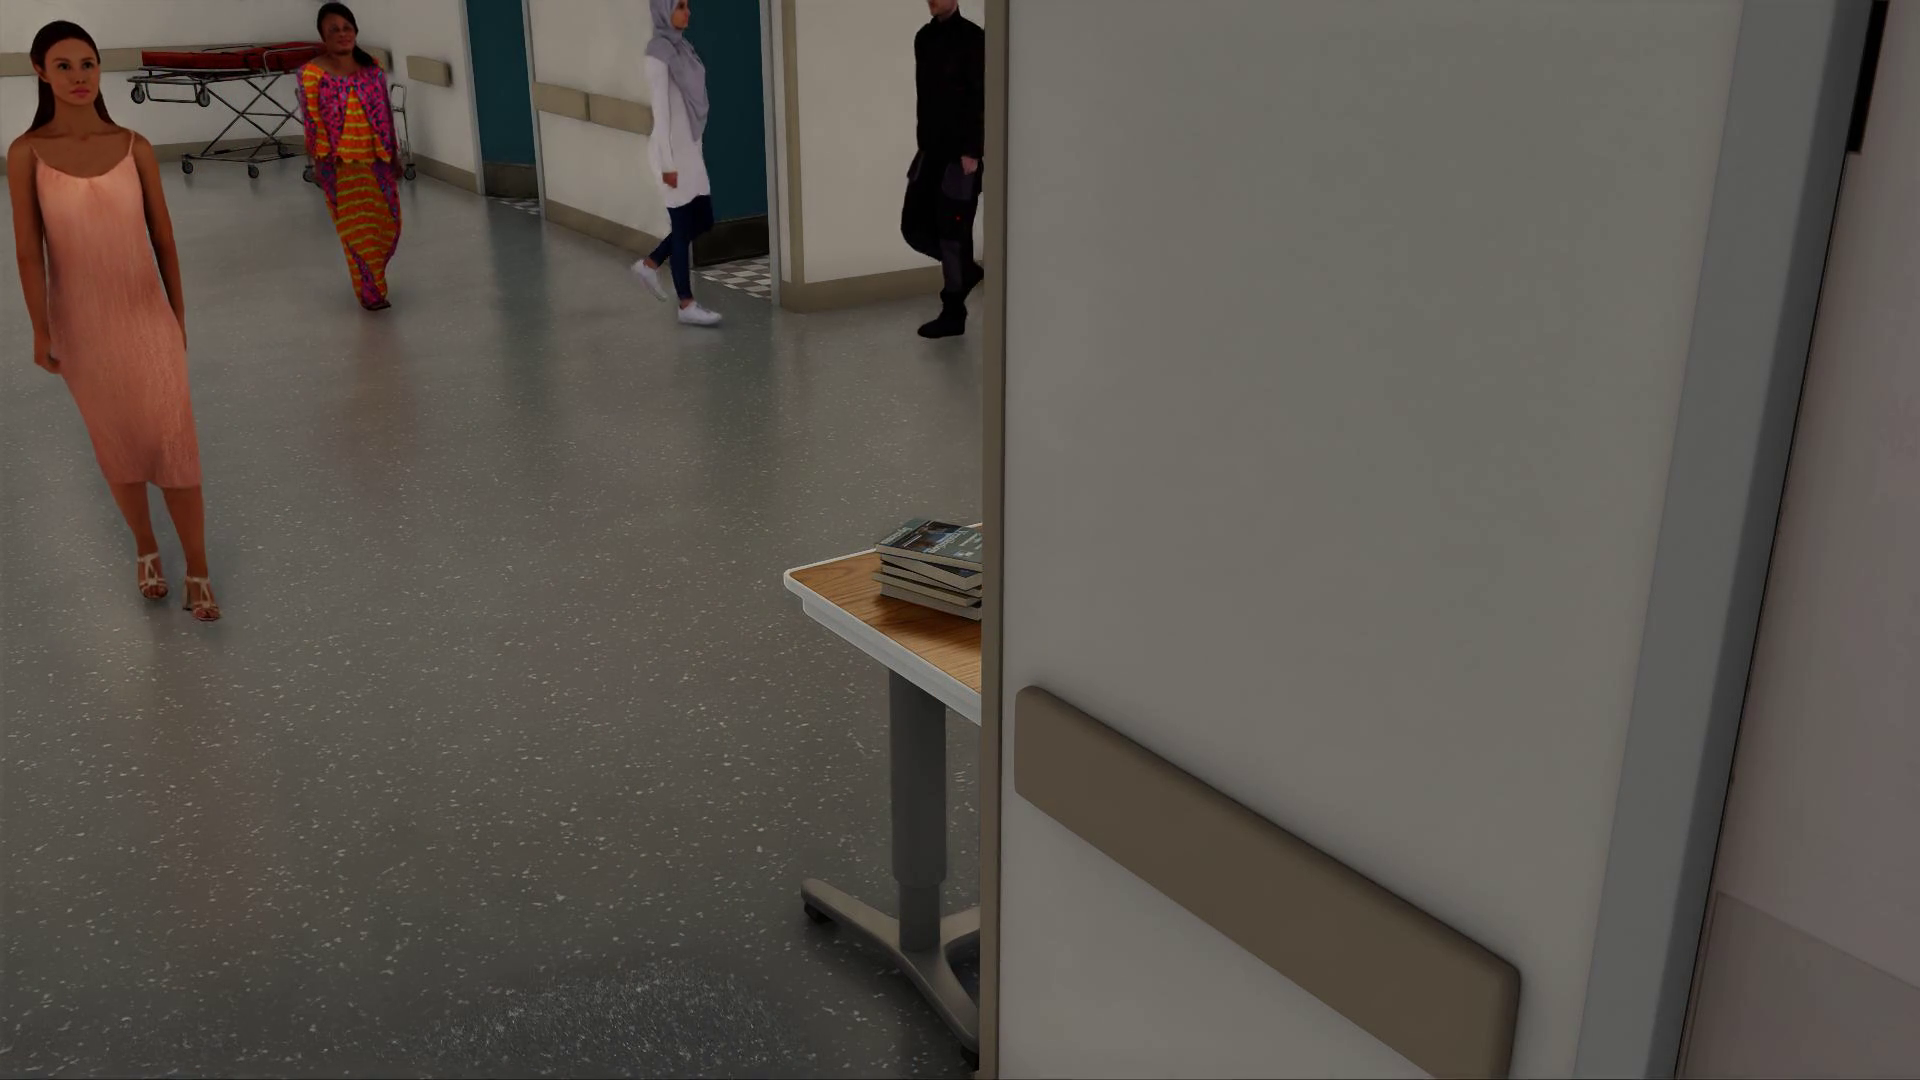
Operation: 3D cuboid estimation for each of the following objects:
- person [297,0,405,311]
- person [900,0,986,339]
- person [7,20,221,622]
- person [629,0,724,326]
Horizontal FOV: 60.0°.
[{"bbox_3d":[-3.379,-2.150,9.295,0.684,1.671,0.998,-16,26,-36],"label":"person"},{"bbox_3d":[0.004,-1.987,8.574,0.833,1.891,0.817,-17,27,-38],"label":"person"},{"bbox_3d":[-2.653,-0.663,5.191,0.658,1.811,0.880,-10,23,-25],"label":"person"},{"bbox_3d":[-1.579,-2.029,8.864,0.946,1.766,0.858,7,22,18],"label":"person"}]
